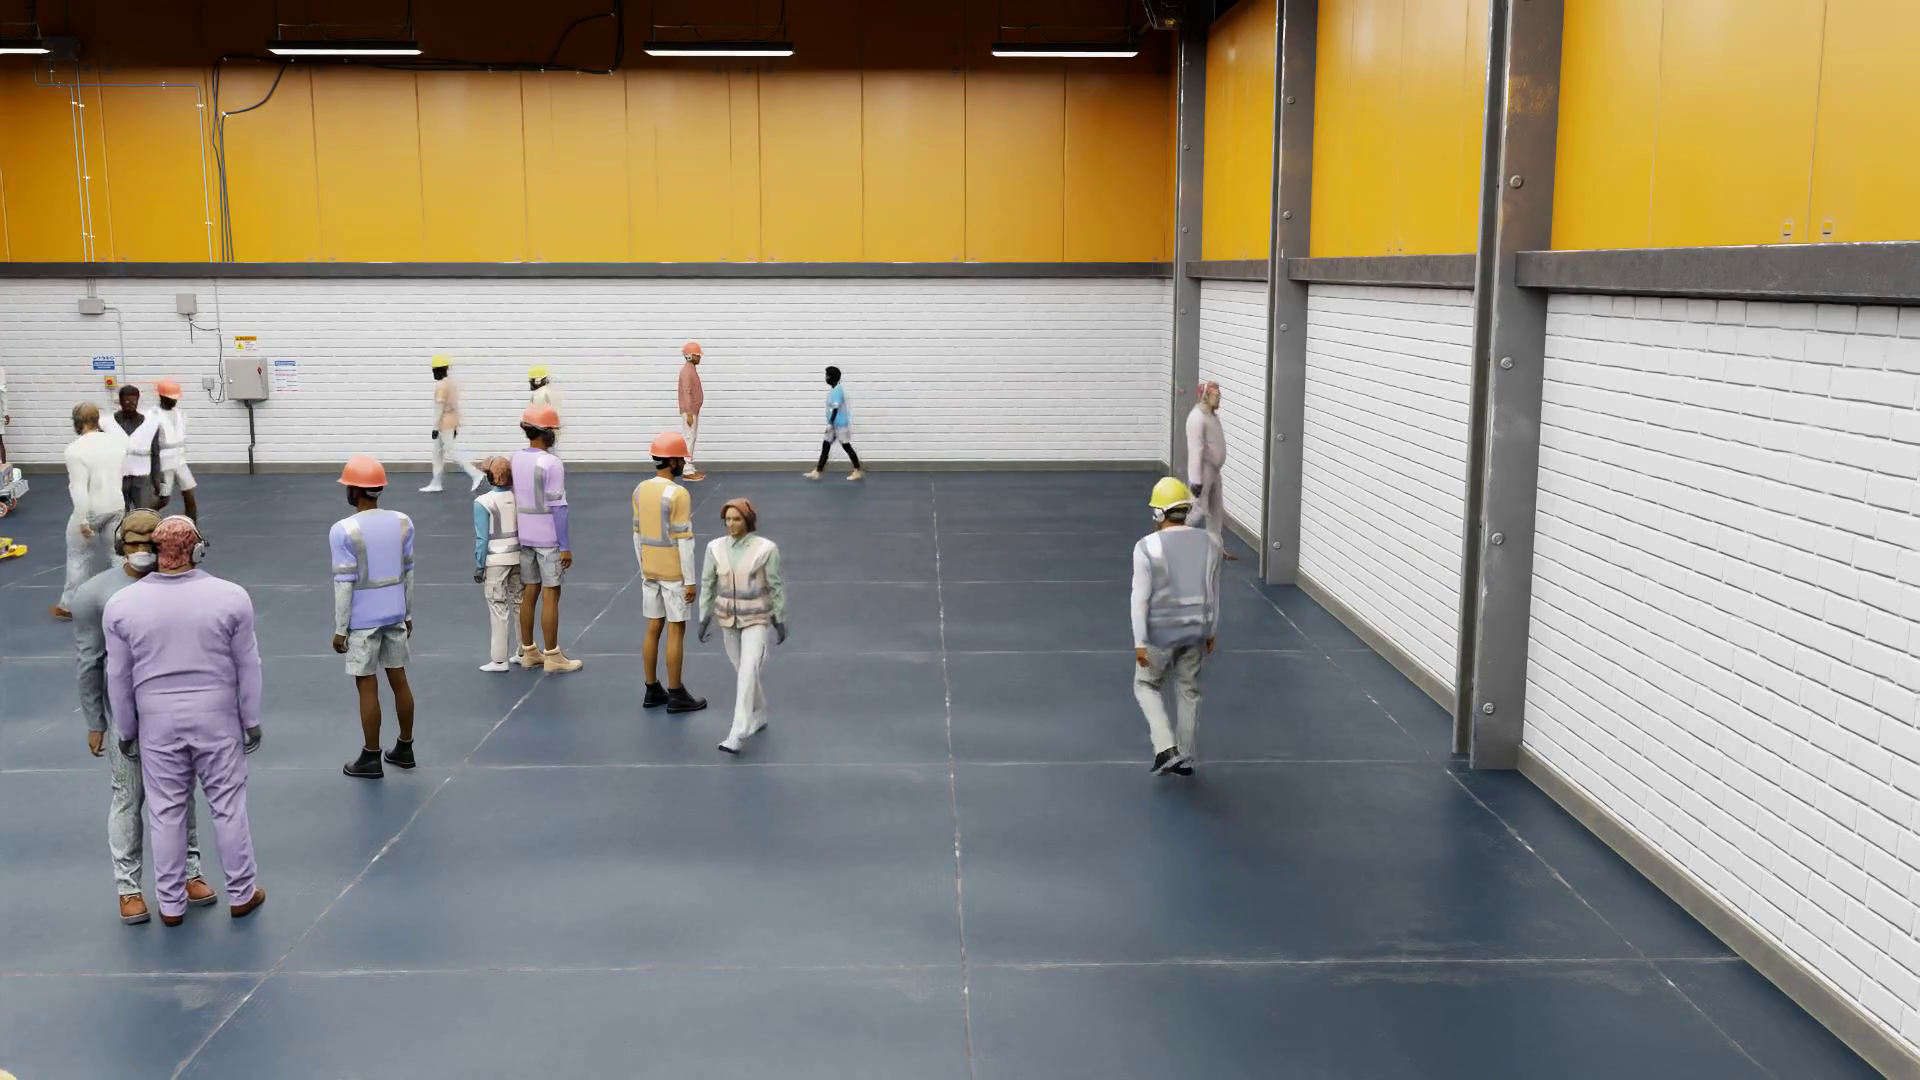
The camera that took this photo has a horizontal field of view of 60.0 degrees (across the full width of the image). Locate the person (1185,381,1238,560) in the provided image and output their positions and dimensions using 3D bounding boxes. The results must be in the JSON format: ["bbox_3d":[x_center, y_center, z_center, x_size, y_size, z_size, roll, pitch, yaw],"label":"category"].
[{"bbox_3d":[2.527,-0.700,17.289,0.627,1.930,0.678,4,10,24],"label":"person"}]

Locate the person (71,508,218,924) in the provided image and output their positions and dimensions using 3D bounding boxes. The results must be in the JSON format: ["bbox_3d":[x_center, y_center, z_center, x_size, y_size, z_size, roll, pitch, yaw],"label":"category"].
[{"bbox_3d":[-3.783,0.804,7.809,0.632,1.936,0.359,-9,13,-44],"label":"person"}]

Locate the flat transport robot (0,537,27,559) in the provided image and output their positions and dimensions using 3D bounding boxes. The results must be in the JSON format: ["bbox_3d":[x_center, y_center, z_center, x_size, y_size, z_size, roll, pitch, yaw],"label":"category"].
[{"bbox_3d":[-10.195,0.156,16.880,0.652,0.197,1.431,0,9,-1],"label":"flat transport robot"}]

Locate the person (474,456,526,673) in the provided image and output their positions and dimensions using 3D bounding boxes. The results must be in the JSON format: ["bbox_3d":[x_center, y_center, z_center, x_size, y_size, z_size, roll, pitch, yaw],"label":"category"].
[{"bbox_3d":[-3.444,0.181,12.542,0.308,1.641,0.514,5,11,30],"label":"person"}]

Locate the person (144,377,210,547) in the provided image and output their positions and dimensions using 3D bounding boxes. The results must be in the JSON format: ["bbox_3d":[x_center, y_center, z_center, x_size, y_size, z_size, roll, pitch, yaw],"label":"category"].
[{"bbox_3d":[-8.668,-0.838,18.072,0.798,1.884,0.552,4,10,23],"label":"person"}]

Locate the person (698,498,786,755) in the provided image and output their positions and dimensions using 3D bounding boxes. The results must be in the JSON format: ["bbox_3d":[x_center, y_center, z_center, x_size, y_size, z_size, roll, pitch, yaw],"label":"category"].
[{"bbox_3d":[-1.397,0.531,10.542,0.541,1.590,0.875,4,10,21],"label":"person"}]

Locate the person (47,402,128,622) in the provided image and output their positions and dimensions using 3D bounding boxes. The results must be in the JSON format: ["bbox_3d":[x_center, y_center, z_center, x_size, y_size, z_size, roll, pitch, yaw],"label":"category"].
[{"bbox_3d":[-7.470,-0.227,14.248,0.934,1.900,0.641,4,10,21],"label":"person"}]

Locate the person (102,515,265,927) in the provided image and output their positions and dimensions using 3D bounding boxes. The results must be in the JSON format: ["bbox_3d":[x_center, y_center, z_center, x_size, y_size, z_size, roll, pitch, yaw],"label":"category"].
[{"bbox_3d":[-3.576,0.834,7.723,0.642,1.909,0.399,-3,10,-18],"label":"person"}]

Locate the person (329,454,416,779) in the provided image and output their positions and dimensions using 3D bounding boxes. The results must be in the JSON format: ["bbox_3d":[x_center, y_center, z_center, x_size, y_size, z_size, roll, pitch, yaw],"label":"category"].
[{"bbox_3d":[-3.512,0.454,9.944,0.352,1.942,0.545,6,11,33],"label":"person"}]

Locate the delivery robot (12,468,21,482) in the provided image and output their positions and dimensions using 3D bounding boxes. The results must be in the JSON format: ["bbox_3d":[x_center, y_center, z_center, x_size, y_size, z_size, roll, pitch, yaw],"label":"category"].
[{"bbox_3d":[-12.598,-0.801,21.591,0.707,0.478,0.477,-7,11,-36],"label":"delivery robot"}]

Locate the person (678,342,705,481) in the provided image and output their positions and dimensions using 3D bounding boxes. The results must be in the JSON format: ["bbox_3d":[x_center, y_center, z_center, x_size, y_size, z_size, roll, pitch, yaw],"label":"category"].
[{"bbox_3d":[-3.839,-1.843,23.866,0.396,1.992,0.623,0,9,-2],"label":"person"}]

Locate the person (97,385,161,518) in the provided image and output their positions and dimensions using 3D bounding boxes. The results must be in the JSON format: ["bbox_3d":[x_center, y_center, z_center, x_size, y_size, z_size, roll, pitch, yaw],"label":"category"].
[{"bbox_3d":[-8.377,-0.637,16.795,0.594,1.889,0.733,-5,11,-30],"label":"person"}]

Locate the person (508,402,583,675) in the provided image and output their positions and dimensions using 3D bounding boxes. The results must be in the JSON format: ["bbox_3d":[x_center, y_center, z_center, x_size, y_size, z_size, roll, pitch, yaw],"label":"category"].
[{"bbox_3d":[-3.116,-0.011,12.488,0.616,2.040,0.383,7,12,38],"label":"person"}]

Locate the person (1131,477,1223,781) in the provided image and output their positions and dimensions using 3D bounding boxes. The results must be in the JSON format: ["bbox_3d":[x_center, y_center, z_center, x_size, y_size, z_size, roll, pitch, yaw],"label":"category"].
[{"bbox_3d":[1.266,0.539,9.820,0.608,1.820,0.419,-3,10,-19],"label":"person"}]

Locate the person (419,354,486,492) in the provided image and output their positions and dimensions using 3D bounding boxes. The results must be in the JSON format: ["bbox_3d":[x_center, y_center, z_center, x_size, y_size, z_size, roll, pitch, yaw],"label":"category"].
[{"bbox_3d":[-6.923,-1.579,22.566,0.843,1.897,0.587,-2,9,-11],"label":"person"}]

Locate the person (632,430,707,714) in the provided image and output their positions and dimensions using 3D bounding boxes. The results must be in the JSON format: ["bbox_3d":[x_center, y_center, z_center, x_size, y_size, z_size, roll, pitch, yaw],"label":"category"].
[{"bbox_3d":[-1.991,0.214,11.429,0.550,1.935,0.376,8,12,41],"label":"person"}]

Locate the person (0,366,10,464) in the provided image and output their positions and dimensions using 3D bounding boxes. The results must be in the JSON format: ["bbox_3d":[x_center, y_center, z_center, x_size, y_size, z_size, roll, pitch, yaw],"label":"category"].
[{"bbox_3d":[-13.851,-1.813,23.604,0.611,2.028,0.409,-4,10,-24],"label":"person"}]

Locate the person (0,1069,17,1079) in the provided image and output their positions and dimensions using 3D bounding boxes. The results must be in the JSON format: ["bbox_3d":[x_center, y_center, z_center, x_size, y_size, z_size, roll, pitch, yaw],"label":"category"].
[{"bbox_3d":[-2.019,1.631,3.161,0.632,1.806,0.451,-2,9,-12],"label":"person"}]

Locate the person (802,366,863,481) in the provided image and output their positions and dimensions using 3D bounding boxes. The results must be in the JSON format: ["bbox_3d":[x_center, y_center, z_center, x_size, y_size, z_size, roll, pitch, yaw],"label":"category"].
[{"bbox_3d":[-1.786,-1.646,23.703,0.867,1.649,0.540,-3,10,-18],"label":"person"}]

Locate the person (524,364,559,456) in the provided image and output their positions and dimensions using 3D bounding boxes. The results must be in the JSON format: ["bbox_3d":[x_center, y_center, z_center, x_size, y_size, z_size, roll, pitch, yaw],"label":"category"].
[{"bbox_3d":[-5.459,-1.364,21.504,0.539,1.815,0.596,1,9,8],"label":"person"}]
